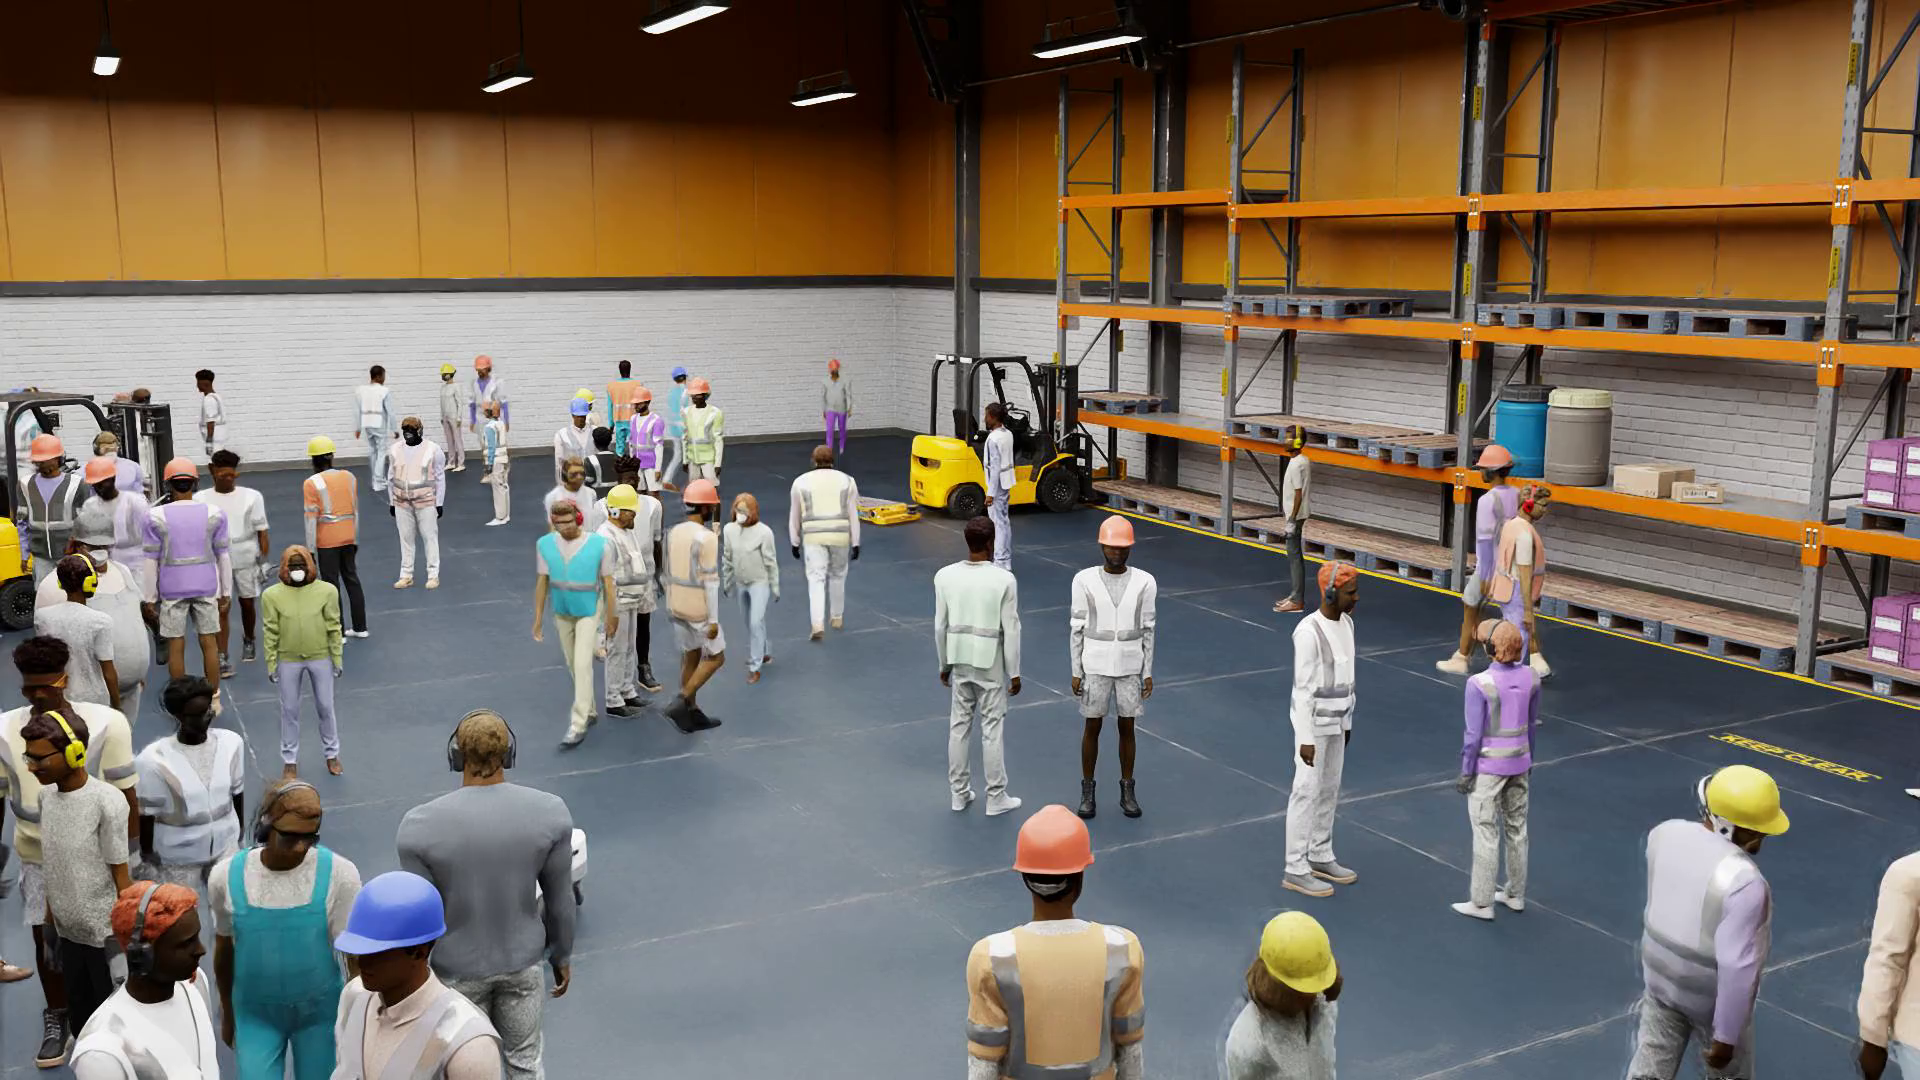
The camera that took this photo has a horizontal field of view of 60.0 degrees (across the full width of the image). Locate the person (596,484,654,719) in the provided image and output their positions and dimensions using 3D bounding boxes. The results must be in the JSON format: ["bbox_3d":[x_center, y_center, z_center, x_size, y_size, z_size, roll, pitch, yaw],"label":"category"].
[{"bbox_3d":[-2.608,0.471,12.806,0.403,1.817,0.605,1,10,5],"label":"person"}]

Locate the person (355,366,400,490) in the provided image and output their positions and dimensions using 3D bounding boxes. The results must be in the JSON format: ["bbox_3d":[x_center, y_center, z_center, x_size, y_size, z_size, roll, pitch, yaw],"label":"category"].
[{"bbox_3d":[-8.780,-1.706,25.185,0.628,1.865,0.747,3,10,19],"label":"person"}]

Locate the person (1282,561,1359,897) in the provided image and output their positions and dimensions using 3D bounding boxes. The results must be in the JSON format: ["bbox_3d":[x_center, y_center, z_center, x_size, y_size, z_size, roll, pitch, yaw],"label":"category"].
[{"bbox_3d":[2.038,1.044,9.332,0.350,1.879,0.582,8,13,38],"label":"person"}]

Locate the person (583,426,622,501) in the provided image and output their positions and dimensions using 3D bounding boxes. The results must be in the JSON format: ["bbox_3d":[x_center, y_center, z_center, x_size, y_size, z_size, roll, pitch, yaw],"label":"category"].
[{"bbox_3d":[-3.870,-0.397,18.145,0.317,1.695,0.537,9,14,43],"label":"person"}]

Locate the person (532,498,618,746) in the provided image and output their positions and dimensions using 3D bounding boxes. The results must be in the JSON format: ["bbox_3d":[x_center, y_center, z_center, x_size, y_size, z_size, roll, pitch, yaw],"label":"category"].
[{"bbox_3d":[-2.847,0.577,12.224,0.577,1.806,0.674,3,10,17],"label":"person"}]

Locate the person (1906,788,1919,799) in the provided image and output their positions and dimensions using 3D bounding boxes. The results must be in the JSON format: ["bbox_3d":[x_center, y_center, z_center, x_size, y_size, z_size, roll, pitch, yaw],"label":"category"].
[{"bbox_3d":[6.402,0.904,10.512,0.775,1.735,0.543,6,12,32],"label":"person"}]

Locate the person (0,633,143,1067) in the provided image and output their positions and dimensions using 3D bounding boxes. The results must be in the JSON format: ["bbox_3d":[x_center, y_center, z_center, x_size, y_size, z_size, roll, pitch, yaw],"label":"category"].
[{"bbox_3d":[-3.939,1.356,7.310,0.637,1.954,0.415,-2,10,-13],"label":"person"}]

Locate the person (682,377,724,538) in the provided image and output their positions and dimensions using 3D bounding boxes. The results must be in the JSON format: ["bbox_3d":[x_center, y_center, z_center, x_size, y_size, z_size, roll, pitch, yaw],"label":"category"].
[{"bbox_3d":[-3.221,-1.005,20.686,0.603,2.035,0.408,5,11,28],"label":"person"}]

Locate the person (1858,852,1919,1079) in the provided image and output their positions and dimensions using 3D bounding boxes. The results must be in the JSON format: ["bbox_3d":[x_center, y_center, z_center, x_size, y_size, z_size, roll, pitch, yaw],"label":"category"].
[{"bbox_3d":[3.324,1.659,5.485,0.613,1.975,0.522,-2,10,-11],"label":"person"}]

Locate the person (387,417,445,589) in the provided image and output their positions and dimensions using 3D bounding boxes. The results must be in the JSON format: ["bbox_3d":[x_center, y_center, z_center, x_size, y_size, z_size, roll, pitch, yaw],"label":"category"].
[{"bbox_3d":[-5.792,-0.393,17.701,0.622,1.845,0.429,1,10,4],"label":"person"}]

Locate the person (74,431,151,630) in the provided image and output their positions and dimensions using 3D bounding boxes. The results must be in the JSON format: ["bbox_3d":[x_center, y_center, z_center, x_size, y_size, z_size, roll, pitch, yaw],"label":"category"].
[{"bbox_3d":[-7.932,-0.070,15.604,0.384,1.930,0.634,8,13,39],"label":"person"}]

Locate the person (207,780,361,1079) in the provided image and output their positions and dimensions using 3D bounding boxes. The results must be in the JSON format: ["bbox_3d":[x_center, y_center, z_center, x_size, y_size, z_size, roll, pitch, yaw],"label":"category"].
[{"bbox_3d":[-2.342,1.680,5.863,0.523,1.802,0.573,-3,10,-16],"label":"person"}]

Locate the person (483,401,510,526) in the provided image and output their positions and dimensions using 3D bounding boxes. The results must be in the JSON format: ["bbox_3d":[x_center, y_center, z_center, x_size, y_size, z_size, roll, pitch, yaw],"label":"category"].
[{"bbox_3d":[-6.083,-1.005,21.798,0.315,1.641,0.514,0,10,2],"label":"person"}]

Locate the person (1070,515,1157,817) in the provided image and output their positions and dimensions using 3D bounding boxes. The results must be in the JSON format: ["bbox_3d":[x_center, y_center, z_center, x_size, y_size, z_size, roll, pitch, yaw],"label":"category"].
[{"bbox_3d":[0.970,0.801,10.538,0.545,1.942,0.350,0,10,-2],"label":"person"}]

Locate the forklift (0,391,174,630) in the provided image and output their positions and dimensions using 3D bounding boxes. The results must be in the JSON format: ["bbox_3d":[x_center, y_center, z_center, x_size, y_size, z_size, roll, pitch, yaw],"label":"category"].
[{"bbox_3d":[-9.026,-0.363,16.508,1.214,2.155,2.313,6,11,29],"label":"forklift"}]

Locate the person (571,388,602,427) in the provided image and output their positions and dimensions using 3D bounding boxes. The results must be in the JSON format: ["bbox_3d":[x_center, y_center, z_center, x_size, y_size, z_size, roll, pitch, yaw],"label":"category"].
[{"bbox_3d":[-4.812,-1.036,21.415,0.404,1.837,0.593,1,10,4],"label":"person"}]

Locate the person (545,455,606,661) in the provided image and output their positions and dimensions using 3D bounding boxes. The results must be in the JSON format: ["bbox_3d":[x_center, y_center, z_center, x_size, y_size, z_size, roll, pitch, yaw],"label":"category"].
[{"bbox_3d":[-3.317,0.177,14.486,0.503,1.816,0.765,-7,12,-35],"label":"person"}]

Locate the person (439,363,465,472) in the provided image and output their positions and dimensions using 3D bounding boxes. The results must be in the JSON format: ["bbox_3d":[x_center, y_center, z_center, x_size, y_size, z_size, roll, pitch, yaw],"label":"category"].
[{"bbox_3d":[-8.320,-1.994,27.142,0.532,1.766,0.322,8,13,38],"label":"person"}]

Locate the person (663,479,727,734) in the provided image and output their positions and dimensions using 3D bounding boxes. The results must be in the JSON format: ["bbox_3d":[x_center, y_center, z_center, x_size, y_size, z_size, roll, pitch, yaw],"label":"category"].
[{"bbox_3d":[-1.972,0.507,12.301,0.540,1.919,0.561,-10,14,-44],"label":"person"}]

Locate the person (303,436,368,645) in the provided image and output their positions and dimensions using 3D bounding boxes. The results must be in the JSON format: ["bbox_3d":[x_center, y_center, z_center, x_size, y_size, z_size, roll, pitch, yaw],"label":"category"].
[{"bbox_3d":[-5.770,0.000,15.252,0.427,1.913,0.599,5,11,24],"label":"person"}]

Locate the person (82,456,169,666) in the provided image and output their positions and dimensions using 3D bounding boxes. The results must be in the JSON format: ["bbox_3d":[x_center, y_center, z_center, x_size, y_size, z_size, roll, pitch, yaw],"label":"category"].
[{"bbox_3d":[-7.047,0.215,14.032,0.576,1.901,0.642,0,10,2],"label":"person"}]

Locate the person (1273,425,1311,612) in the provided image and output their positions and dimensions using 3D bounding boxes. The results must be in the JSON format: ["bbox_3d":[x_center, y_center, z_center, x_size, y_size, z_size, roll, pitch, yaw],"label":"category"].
[{"bbox_3d":[3.318,-0.214,16.584,0.315,1.871,0.534,3,10,18],"label":"person"}]

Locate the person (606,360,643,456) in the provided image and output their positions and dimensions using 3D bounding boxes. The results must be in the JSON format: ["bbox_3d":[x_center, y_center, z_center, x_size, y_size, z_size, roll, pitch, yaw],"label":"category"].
[{"bbox_3d":[-5.161,-1.821,25.730,0.590,1.911,0.401,1,10,5],"label":"person"}]

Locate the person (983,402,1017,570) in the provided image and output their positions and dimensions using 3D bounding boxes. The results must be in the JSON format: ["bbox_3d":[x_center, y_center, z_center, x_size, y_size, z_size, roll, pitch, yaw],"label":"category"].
[{"bbox_3d":[0.429,-0.575,18.531,0.376,1.915,0.600,3,10,17],"label":"person"}]

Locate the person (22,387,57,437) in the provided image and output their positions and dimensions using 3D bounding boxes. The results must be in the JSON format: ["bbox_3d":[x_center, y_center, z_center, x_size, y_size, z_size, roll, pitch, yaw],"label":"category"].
[{"bbox_3d":[-11.950,-1.084,21.688,0.425,1.847,0.593,-6,11,-29],"label":"person"}]

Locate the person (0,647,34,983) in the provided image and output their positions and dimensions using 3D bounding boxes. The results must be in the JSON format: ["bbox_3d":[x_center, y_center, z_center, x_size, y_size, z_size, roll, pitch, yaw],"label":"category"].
[{"bbox_3d":[-4.949,1.271,8.048,0.678,1.880,0.670,-5,11,-26],"label":"person"}]

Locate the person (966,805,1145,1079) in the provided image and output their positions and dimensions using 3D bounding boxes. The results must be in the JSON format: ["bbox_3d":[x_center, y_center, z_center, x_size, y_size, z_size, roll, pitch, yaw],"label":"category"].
[{"bbox_3d":[0.278,1.754,5.068,0.550,1.933,0.370,-2,10,-10],"label":"person"}]

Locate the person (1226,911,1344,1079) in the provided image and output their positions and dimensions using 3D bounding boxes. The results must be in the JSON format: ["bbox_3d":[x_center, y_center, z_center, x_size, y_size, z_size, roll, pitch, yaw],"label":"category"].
[{"bbox_3d":[0.904,1.880,5.016,0.496,1.713,0.548,-9,13,-43],"label":"person"}]

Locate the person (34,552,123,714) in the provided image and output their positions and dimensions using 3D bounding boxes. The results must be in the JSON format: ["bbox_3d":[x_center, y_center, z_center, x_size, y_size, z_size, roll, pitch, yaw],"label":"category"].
[{"bbox_3d":[-5.091,0.998,9.663,0.510,1.857,0.324,1,10,8],"label":"person"}]

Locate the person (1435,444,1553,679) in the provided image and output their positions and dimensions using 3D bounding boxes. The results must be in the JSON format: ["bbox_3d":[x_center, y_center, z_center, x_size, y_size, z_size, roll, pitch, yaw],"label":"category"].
[{"bbox_3d":[4.491,0.202,13.808,0.618,2.005,1.013,-8,13,-39],"label":"person"}]

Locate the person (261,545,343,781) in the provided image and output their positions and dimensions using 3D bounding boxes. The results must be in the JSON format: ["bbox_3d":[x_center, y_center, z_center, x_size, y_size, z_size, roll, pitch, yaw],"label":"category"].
[{"bbox_3d":[-4.460,0.827,11.310,0.499,1.624,0.304,-4,11,-20],"label":"person"}]

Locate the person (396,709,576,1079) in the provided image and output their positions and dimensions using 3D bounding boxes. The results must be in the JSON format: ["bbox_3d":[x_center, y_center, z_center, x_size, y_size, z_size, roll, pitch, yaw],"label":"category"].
[{"bbox_3d":[-1.733,1.573,6.150,0.636,1.928,0.383,-5,11,-28],"label":"person"}]

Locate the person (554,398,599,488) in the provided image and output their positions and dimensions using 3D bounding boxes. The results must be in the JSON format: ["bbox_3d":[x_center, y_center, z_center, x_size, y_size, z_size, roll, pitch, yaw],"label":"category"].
[{"bbox_3d":[-4.299,-0.657,18.952,0.601,1.940,0.407,-5,11,-25],"label":"person"}]

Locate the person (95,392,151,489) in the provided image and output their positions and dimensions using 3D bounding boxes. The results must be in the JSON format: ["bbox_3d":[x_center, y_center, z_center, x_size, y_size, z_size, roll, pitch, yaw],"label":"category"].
[{"bbox_3d":[-10.196,-0.881,20.368,0.658,1.887,0.555,-4,11,-24],"label":"person"}]

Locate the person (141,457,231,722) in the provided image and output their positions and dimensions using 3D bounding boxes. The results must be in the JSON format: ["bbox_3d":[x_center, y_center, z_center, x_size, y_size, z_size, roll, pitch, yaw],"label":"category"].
[{"bbox_3d":[-5.912,0.376,12.737,0.613,2.033,0.411,-7,12,-34],"label":"person"}]

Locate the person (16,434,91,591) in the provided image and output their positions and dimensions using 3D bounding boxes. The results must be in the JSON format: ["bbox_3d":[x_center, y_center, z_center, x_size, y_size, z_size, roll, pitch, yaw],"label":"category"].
[{"bbox_3d":[-7.769,0.100,14.291,0.607,2.041,0.377,-2,10,-9],"label":"person"}]

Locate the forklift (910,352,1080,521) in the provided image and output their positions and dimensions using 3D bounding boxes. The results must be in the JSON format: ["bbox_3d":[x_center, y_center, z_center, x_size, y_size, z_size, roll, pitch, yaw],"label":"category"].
[{"bbox_3d":[0.460,-1.461,22.833,2.313,2.155,1.214,-5,11,-28],"label":"forklift"}]

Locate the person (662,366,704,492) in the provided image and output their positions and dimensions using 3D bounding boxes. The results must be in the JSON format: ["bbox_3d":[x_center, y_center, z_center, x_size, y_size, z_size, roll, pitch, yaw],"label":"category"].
[{"bbox_3d":[-4.085,-1.620,24.637,0.651,1.893,0.574,9,14,43],"label":"person"}]

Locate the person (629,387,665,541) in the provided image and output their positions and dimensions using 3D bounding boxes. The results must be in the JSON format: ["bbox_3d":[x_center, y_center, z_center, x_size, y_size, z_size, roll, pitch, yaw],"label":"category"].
[{"bbox_3d":[-3.892,-0.933,20.552,0.543,1.931,0.388,7,12,34],"label":"person"}]

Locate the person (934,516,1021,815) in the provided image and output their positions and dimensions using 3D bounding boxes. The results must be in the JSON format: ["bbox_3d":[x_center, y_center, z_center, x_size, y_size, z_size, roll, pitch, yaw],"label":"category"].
[{"bbox_3d":[0.114,0.800,10.609,0.587,1.919,0.393,5,11,29],"label":"person"}]

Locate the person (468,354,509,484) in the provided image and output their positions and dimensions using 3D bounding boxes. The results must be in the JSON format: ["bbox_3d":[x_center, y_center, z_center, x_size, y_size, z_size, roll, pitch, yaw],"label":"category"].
[{"bbox_3d":[-7.270,-1.868,25.677,0.639,2.016,0.602,2,10,13],"label":"person"}]

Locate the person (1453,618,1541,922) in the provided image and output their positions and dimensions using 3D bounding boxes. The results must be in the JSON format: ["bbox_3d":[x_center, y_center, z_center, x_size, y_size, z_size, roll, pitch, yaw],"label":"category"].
[{"bbox_3d":[2.889,1.231,8.939,0.522,1.636,0.310,-5,11,-28],"label":"person"}]

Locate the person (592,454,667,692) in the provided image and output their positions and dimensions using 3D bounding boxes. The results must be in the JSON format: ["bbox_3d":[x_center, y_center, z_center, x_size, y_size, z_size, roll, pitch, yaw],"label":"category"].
[{"bbox_3d":[-2.673,0.277,13.481,0.603,1.967,0.366,-6,12,-32],"label":"person"}]

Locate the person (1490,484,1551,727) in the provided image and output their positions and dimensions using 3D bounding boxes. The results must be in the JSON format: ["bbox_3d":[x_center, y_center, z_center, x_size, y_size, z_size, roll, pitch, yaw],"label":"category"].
[{"bbox_3d":[4.247,0.482,12.671,0.391,1.837,0.563,1,10,7],"label":"person"}]

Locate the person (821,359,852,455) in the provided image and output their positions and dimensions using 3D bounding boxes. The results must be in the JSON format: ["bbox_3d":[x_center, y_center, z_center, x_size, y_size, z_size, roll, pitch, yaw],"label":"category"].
[{"bbox_3d":[-2.164,-2.298,29.060,0.560,1.703,0.901,0,10,2],"label":"person"}]

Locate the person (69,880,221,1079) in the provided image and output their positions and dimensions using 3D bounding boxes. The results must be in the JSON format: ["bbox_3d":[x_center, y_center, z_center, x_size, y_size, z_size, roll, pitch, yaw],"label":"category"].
[{"bbox_3d":[-2.219,1.854,4.655,0.351,1.880,0.577,0,10,1],"label":"person"}]

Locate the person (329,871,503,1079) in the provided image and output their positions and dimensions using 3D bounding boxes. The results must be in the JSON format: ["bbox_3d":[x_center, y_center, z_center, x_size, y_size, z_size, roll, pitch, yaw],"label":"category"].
[{"bbox_3d":[-1.492,1.835,4.561,0.605,1.951,0.380,6,12,31],"label":"person"}]

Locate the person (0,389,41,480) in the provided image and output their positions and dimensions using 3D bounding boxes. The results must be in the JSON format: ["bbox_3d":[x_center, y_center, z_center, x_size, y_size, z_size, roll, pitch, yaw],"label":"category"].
[{"bbox_3d":[-11.805,-0.961,20.836,0.634,1.899,0.881,-1,10,-6],"label":"person"}]

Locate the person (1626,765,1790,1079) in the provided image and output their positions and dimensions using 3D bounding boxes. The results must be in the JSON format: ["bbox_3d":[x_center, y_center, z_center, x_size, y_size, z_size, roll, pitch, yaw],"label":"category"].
[{"bbox_3d":[2.807,1.648,6.150,0.819,1.762,0.574,-4,11,-22],"label":"person"}]

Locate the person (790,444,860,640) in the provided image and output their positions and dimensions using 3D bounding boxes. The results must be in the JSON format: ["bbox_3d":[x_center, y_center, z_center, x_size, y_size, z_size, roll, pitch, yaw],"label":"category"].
[{"bbox_3d":[-1.260,0.014,15.540,0.644,1.799,0.924,-1,10,-8],"label":"person"}]

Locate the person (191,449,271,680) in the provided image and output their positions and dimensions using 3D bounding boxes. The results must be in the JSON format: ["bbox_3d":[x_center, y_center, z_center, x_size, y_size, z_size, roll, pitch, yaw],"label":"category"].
[{"bbox_3d":[-6.234,0.172,14.247,0.613,1.922,0.935,-5,11,-25],"label":"person"}]

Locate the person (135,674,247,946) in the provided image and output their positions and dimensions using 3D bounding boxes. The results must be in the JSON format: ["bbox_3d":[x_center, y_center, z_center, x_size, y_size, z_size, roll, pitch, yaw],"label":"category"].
[{"bbox_3d":[-3.614,1.414,7.766,0.648,1.673,0.542,8,12,37],"label":"person"}]

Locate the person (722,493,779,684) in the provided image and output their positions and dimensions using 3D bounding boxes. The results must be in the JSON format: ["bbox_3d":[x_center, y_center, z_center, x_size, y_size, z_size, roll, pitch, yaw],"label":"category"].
[{"bbox_3d":[-1.742,0.366,14.050,0.565,1.598,0.623,6,12,31],"label":"person"}]

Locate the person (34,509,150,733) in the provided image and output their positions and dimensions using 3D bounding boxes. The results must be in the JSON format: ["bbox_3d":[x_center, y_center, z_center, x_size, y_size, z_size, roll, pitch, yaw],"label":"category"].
[{"bbox_3d":[-5.237,0.809,10.203,0.536,2.000,0.681,3,10,16],"label":"person"}]

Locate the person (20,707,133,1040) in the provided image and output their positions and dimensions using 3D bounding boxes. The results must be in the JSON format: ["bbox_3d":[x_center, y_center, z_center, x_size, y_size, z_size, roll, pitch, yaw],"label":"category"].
[{"bbox_3d":[-3.395,1.555,6.461,0.526,1.857,0.343,5,11,28],"label":"person"}]

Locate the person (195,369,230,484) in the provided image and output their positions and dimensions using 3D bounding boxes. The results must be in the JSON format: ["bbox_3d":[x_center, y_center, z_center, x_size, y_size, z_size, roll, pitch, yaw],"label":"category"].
[{"bbox_3d":[-10.438,-1.414,23.261,0.399,1.954,0.627,-3,10,-16],"label":"person"}]
